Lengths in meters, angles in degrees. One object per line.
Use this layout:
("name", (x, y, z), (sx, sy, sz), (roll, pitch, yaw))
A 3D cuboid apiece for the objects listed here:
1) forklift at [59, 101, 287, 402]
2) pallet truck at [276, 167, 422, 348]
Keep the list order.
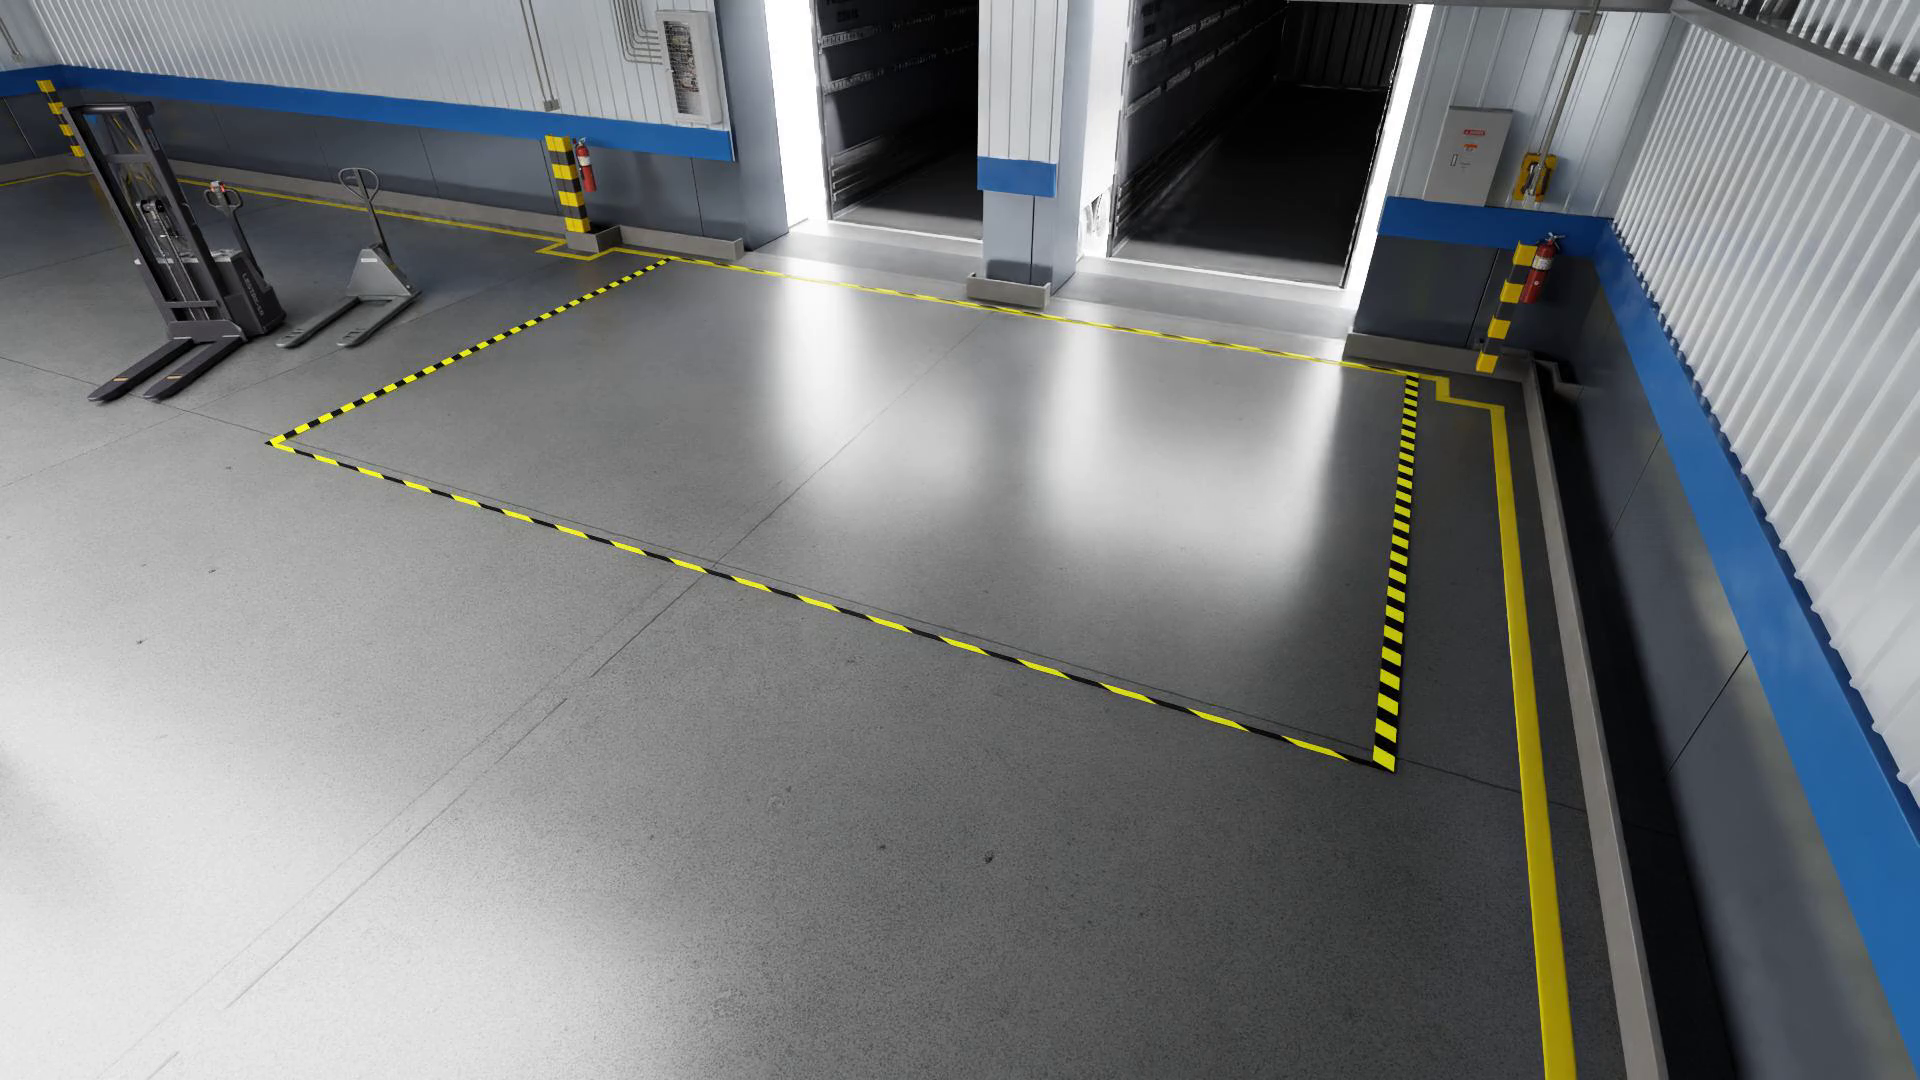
("forklift", (-6.686, -2.387, 7.434), (0.823, 1.965, 1.885), (-3, 35, -5))
("pallet truck", (-5.732, -2.611, 8.414), (0.680, 1.201, 1.601), (-1, 35, -1))
